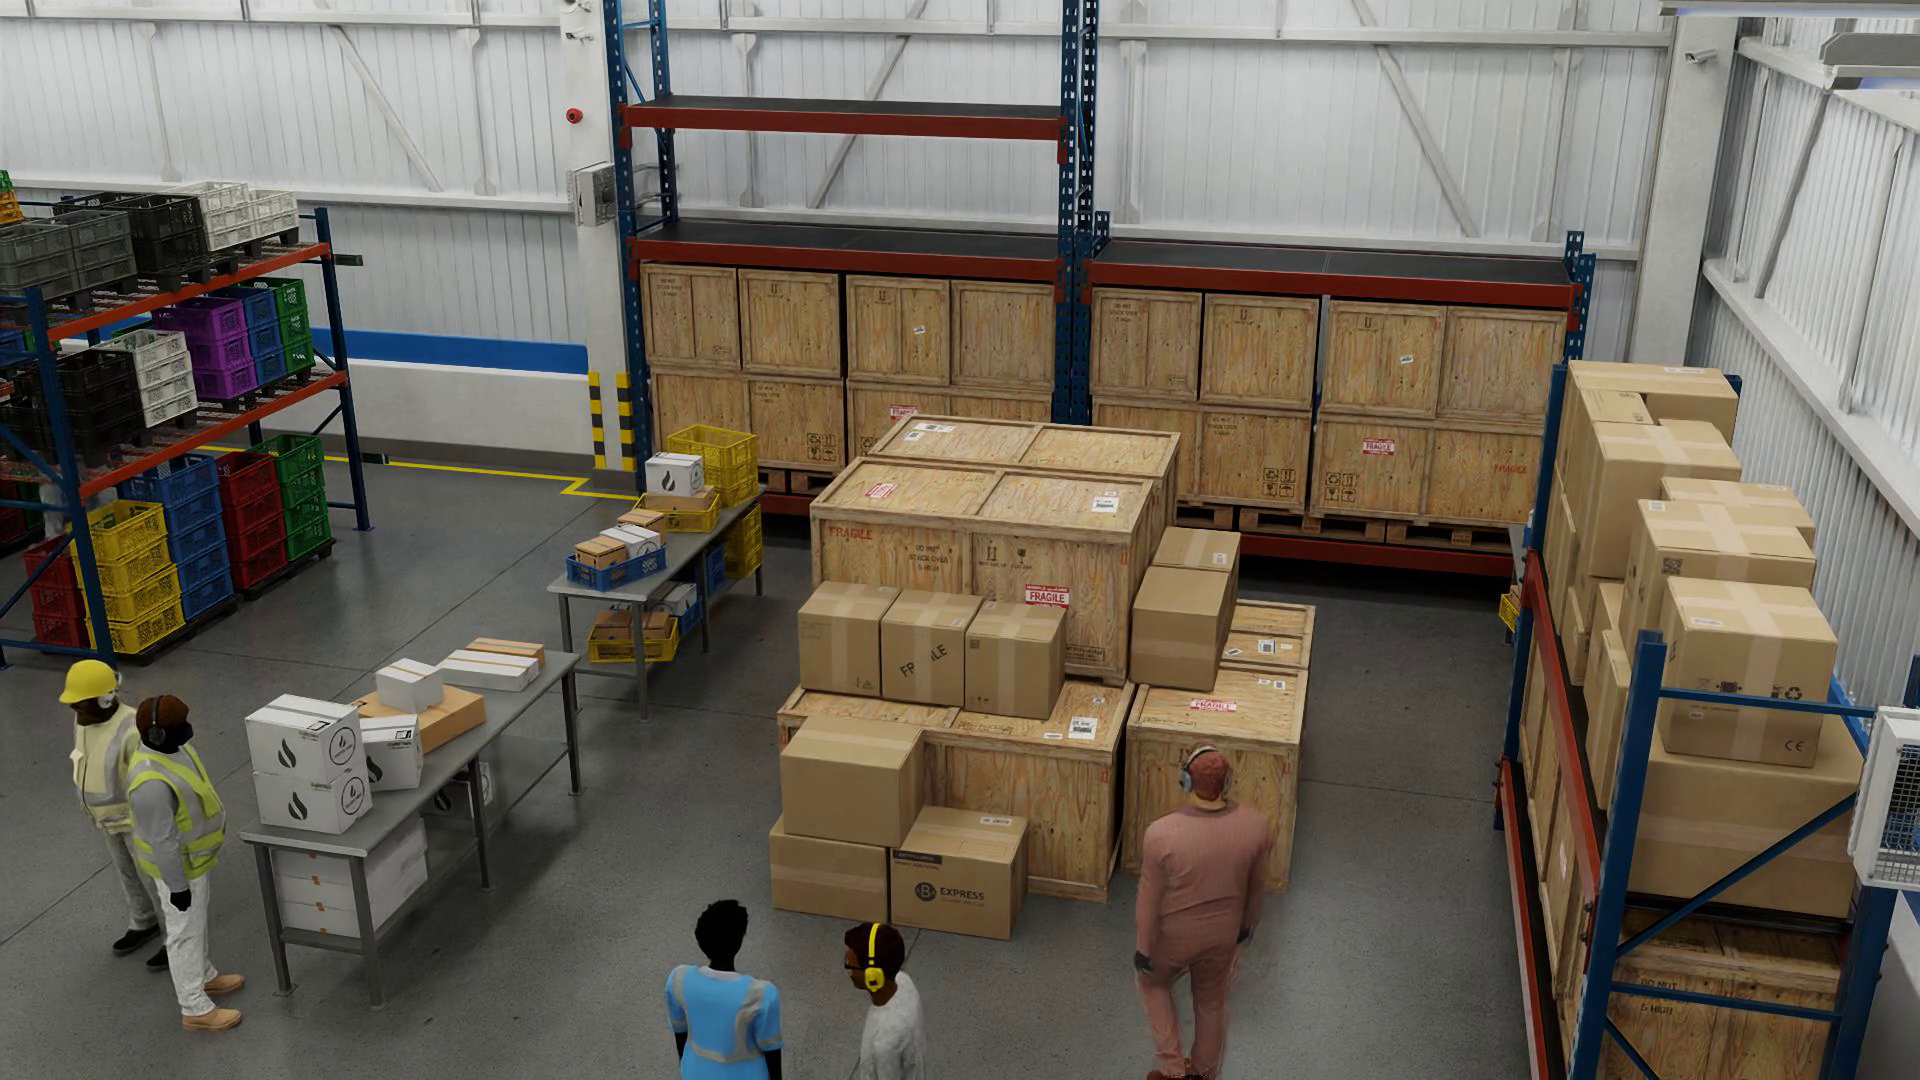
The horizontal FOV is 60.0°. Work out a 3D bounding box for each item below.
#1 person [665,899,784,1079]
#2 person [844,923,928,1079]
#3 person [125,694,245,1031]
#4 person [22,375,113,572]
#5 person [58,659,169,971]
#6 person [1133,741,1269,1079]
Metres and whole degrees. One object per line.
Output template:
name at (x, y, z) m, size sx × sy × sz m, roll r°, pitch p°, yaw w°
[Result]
person at (-0.982, 2.293, 7.041) m, size 0.534 × 1.692 × 0.323 m, roll 9°, pitch 23°, yaw 22°
person at (-0.282, 2.353, 6.655) m, size 0.334 × 1.860 × 0.516 m, roll 1°, pitch 21°, yaw 3°
person at (-3.978, 1.634, 8.550) m, size 0.429 × 1.841 × 0.634 m, roll -6°, pitch 22°, yaw -16°
person at (-7.725, -0.602, 14.377) m, size 0.673 × 1.871 × 1.000 m, roll 13°, pitch 25°, yaw 31°
person at (-4.526, 1.471, 9.006) m, size 0.604 × 1.822 × 0.405 m, roll 13°, pitch 25°, yaw 31°
person at (1.118, 1.835, 7.952) m, size 0.667 × 1.890 × 0.432 m, roll -7°, pitch 22°, yaw -17°
